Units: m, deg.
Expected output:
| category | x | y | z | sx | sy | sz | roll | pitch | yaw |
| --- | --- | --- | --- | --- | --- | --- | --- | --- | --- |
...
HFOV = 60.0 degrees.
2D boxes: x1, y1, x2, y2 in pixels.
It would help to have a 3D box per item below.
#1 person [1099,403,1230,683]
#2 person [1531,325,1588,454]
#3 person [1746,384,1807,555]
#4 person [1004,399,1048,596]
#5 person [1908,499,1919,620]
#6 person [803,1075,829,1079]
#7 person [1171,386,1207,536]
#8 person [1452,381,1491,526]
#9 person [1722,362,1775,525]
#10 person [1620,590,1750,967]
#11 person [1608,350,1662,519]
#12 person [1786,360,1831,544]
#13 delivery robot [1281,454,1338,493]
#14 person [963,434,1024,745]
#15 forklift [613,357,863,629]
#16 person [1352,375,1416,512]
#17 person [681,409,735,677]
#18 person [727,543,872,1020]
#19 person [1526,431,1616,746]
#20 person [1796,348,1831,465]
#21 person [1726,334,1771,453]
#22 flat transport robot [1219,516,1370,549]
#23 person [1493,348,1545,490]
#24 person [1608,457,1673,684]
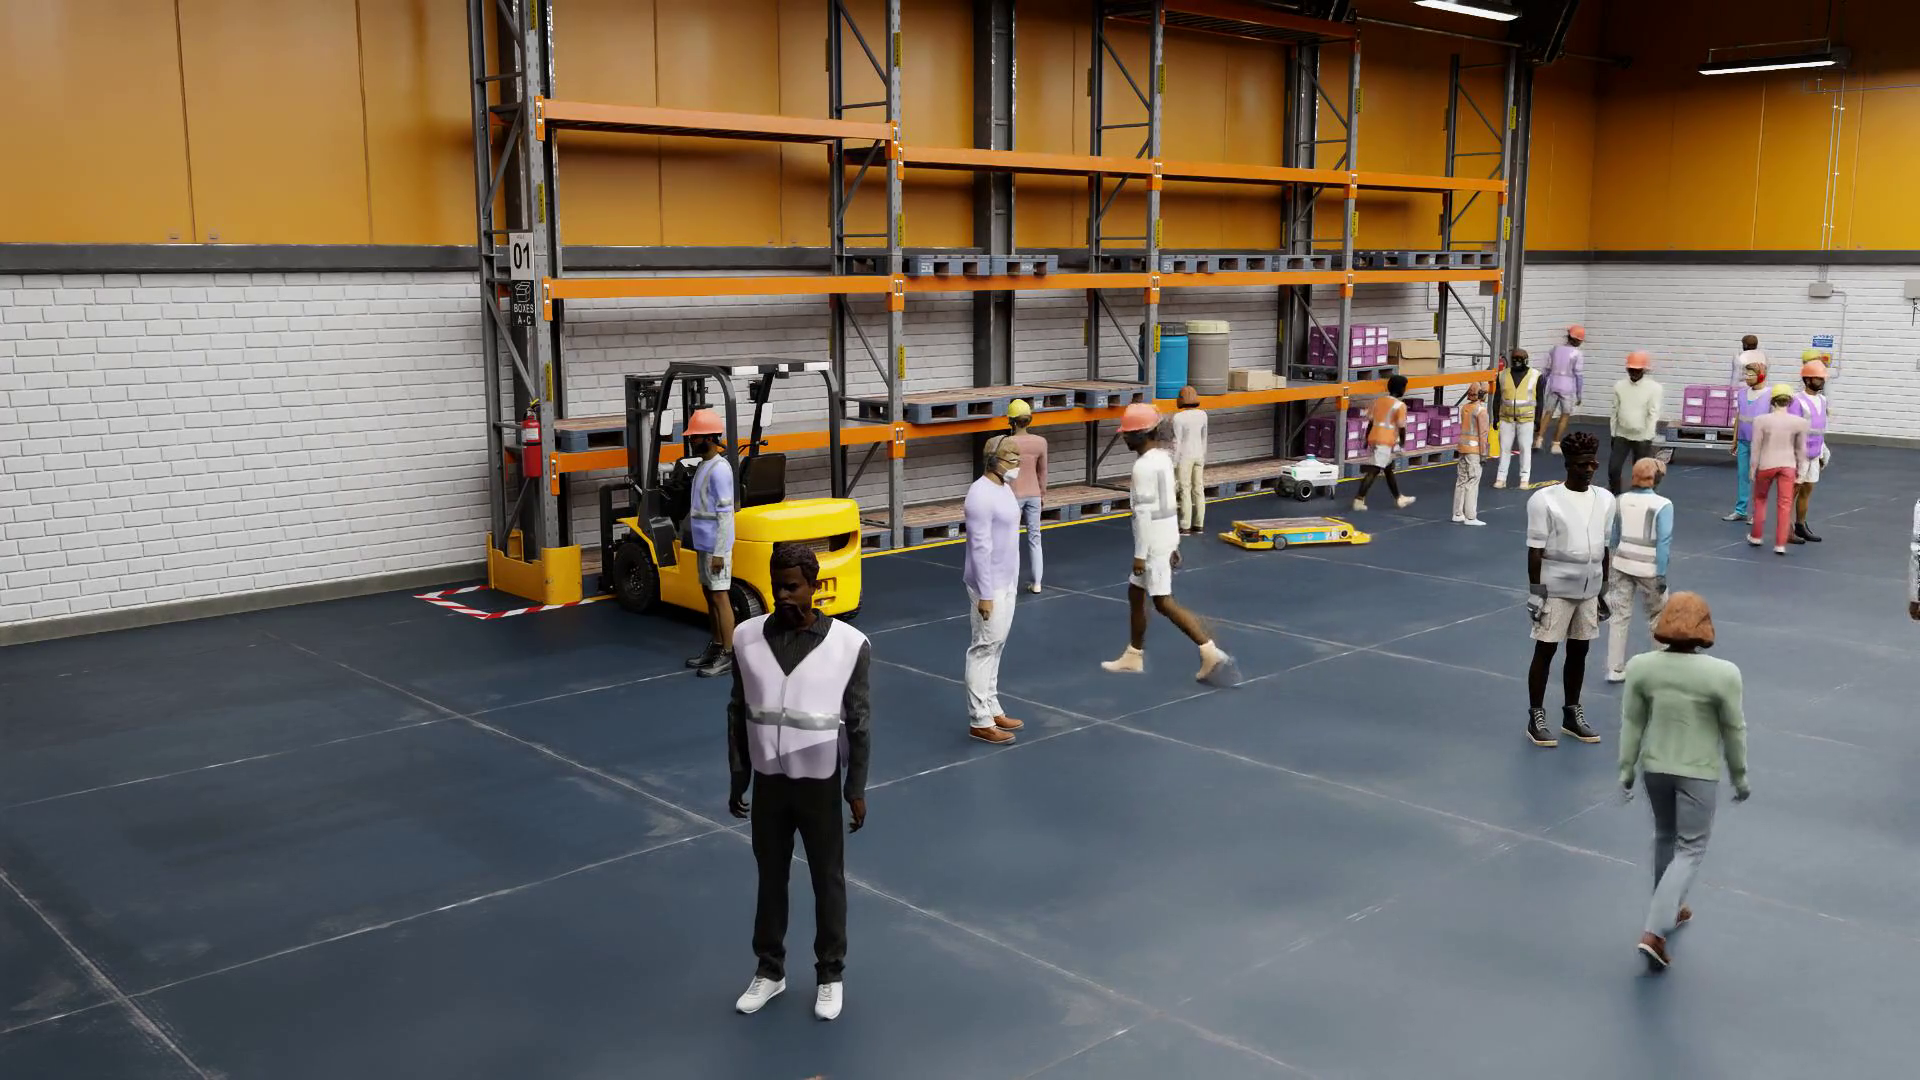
| category | x | y | z | sx | sy | sz | roll | pitch | yaw |
| --- | --- | --- | --- | --- | --- | --- | --- | --- | --- |
| person | 1.489 | 0.027 | 11.848 | 0.923 | 2.008 | 0.611 | 3 | 10 | 17 |
| person | 9.161 | -2.287 | 25.435 | 0.725 | 1.990 | 0.687 | -6 | 12 | -33 |
| person | 8.396 | -0.739 | 17.130 | 0.532 | 1.720 | 0.867 | 2 | 10 | 14 |
| person | 0.538 | -0.374 | 14.867 | 0.523 | 1.772 | 0.303 | -5 | 11 | -25 |
| person | 6.271 | 0.306 | 10.437 | 0.586 | 1.918 | 0.740 | 6 | 11 | 30 |
| person | -0.256 | 1.726 | 2.970 | 0.289 | 1.632 | 0.498 | -5 | 11 | -25 |
| person | 2.486 | -0.863 | 18.123 | 0.501 | 1.631 | 0.286 | -7 | 12 | -37 |
| person | 5.801 | -0.979 | 18.819 | 0.318 | 1.630 | 0.512 | -2 | 10 | -11 |
| person | 9.016 | -1.092 | 18.855 | 0.373 | 1.839 | 0.571 | -4 | 11 | -23 |
| person | 3.116 | 1.010 | 7.228 | 0.781 | 1.603 | 0.506 | -8 | 13 | -39 |
| person | 7.669 | -1.183 | 19.003 | 0.606 | 1.966 | 0.590 | 9 | 14 | 44 |
| person | 8.973 | -0.931 | 17.618 | 0.544 | 1.943 | 0.347 | -5 | 11 | -29 |
| delivery robot | 4.375 | -0.829 | 20.803 | 0.707 | 0.478 | 0.477 | -4 | 11 | -25 |
| person | 0.216 | 0.300 | 10.442 | 0.371 | 1.934 | 0.627 | 3 | 10 | 15 |
| forklift | -1.847 | -0.414 | 13.852 | 1.214 | 2.155 | 2.313 | -9 | 13 | -42 |
| person | 5.052 | -1.143 | 19.778 | 0.912 | 1.623 | 0.532 | -4 | 10 | -20 |
| person | -1.818 | 0.022 | 12.052 | 0.356 | 1.937 | 0.552 | -4 | 11 | -23 |
| person | -0.644 | 0.952 | 6.659 | 0.587 | 1.920 | 0.392 | 2 | 10 | 12 |
| person | 3.796 | 0.298 | 10.349 | 0.605 | 1.966 | 0.367 | -3 | 10 | -17 |
| person | 12.448 | -1.931 | 24.183 | 0.497 | 1.699 | 0.712 | -4 | 10 | -20 |
| person | 12.095 | -2.239 | 25.575 | 0.633 | 1.839 | 0.429 | -2 | 10 | -11 |
| flat transport robot | 3.528 | -0.086 | 17.554 | 1.431 | 0.197 | 0.652 | -3 | 10 | -16 |
| person | 7.253 | -1.571 | 21.661 | 0.634 | 1.841 | 0.429 | 5 | 11 | 29 |
| person | 4.901 | 0.216 | 11.822 | 0.675 | 1.612 | 0.544 | -5 | 11 | -27 |
